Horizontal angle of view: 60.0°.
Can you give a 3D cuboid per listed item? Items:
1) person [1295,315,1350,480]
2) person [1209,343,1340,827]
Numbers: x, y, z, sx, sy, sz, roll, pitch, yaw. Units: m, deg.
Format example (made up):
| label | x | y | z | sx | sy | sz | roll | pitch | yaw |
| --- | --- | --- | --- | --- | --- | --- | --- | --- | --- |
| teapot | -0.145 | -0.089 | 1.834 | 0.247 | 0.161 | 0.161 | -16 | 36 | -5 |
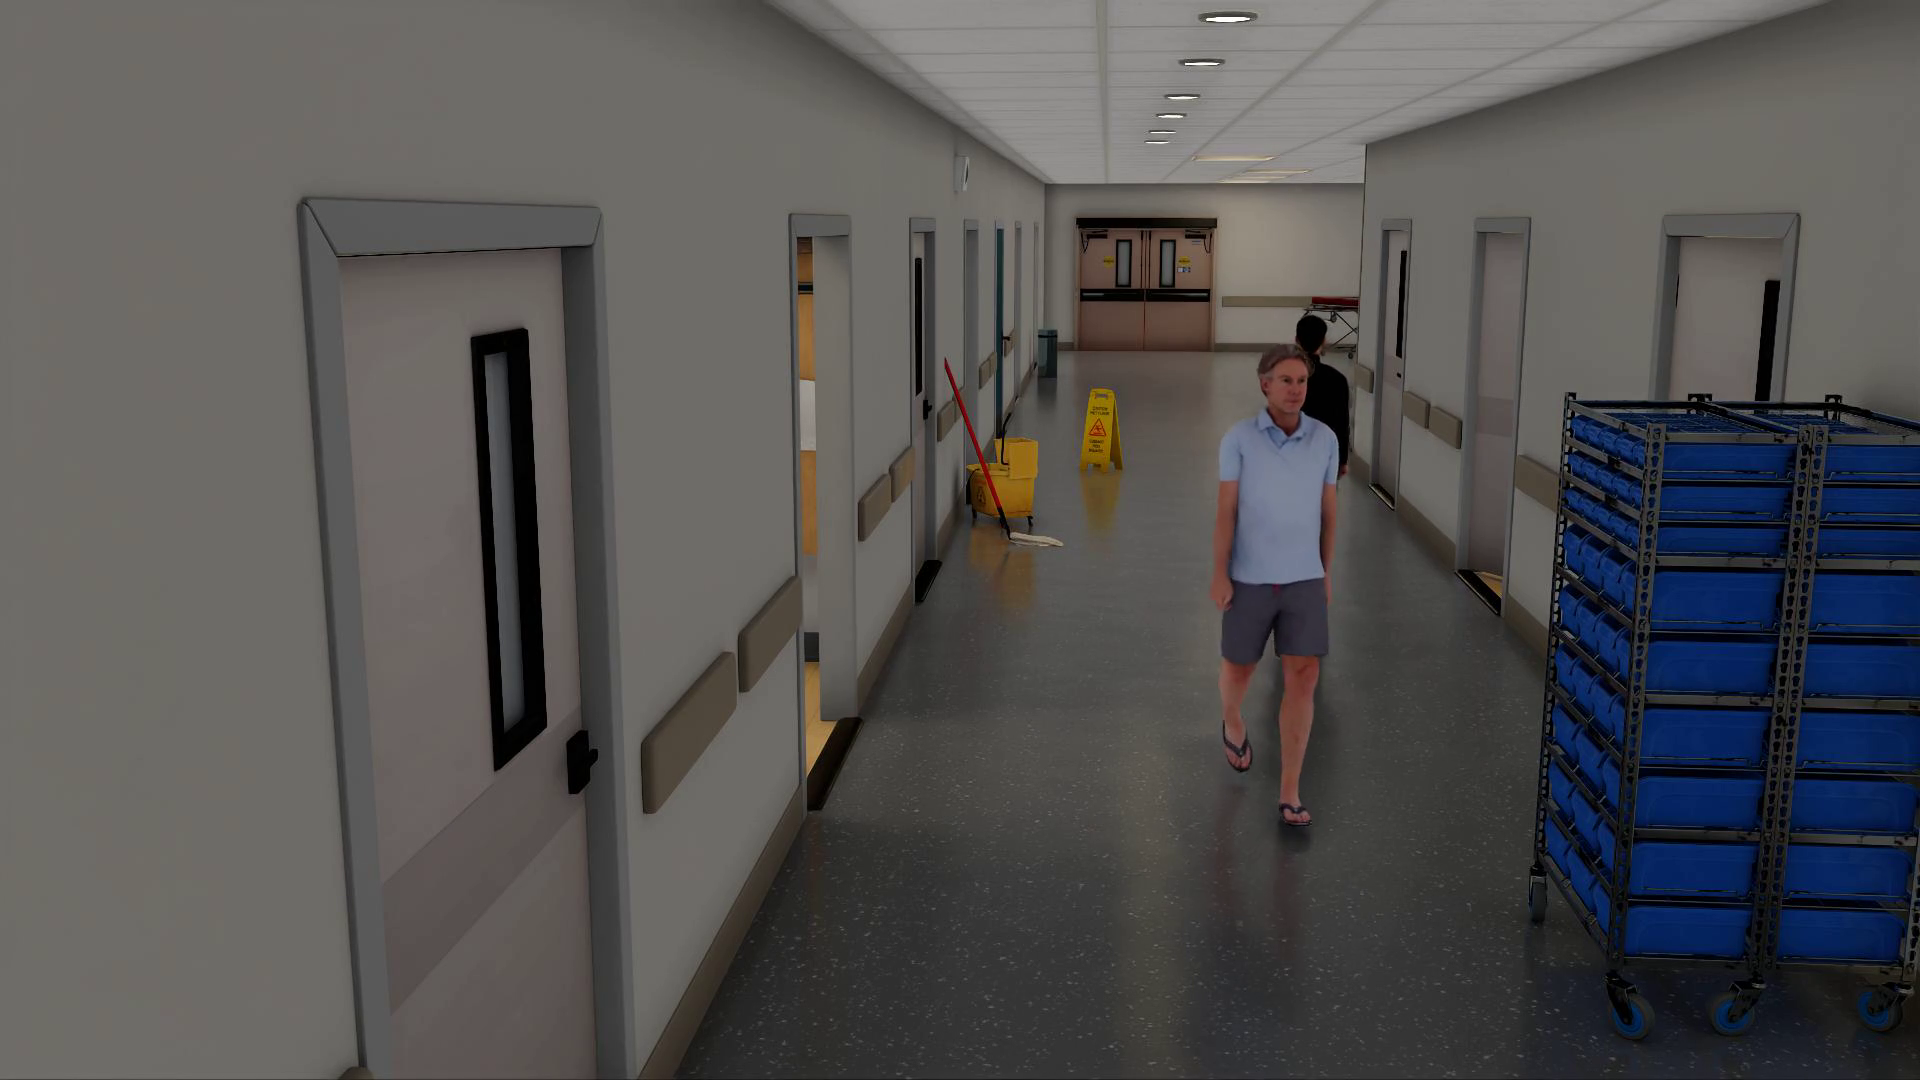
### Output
| label | x | y | z | sx | sy | sz | roll | pitch | yaw |
| --- | --- | --- | --- | --- | --- | --- | --- | --- | --- |
| person | 2.139 | -0.503 | 10.238 | 0.641 | 1.701 | 0.996 | 1 | 11 | 7 |
| person | 1.205 | 0.150 | 6.523 | 0.719 | 1.805 | 1.124 | 0 | 11 | -1 |
